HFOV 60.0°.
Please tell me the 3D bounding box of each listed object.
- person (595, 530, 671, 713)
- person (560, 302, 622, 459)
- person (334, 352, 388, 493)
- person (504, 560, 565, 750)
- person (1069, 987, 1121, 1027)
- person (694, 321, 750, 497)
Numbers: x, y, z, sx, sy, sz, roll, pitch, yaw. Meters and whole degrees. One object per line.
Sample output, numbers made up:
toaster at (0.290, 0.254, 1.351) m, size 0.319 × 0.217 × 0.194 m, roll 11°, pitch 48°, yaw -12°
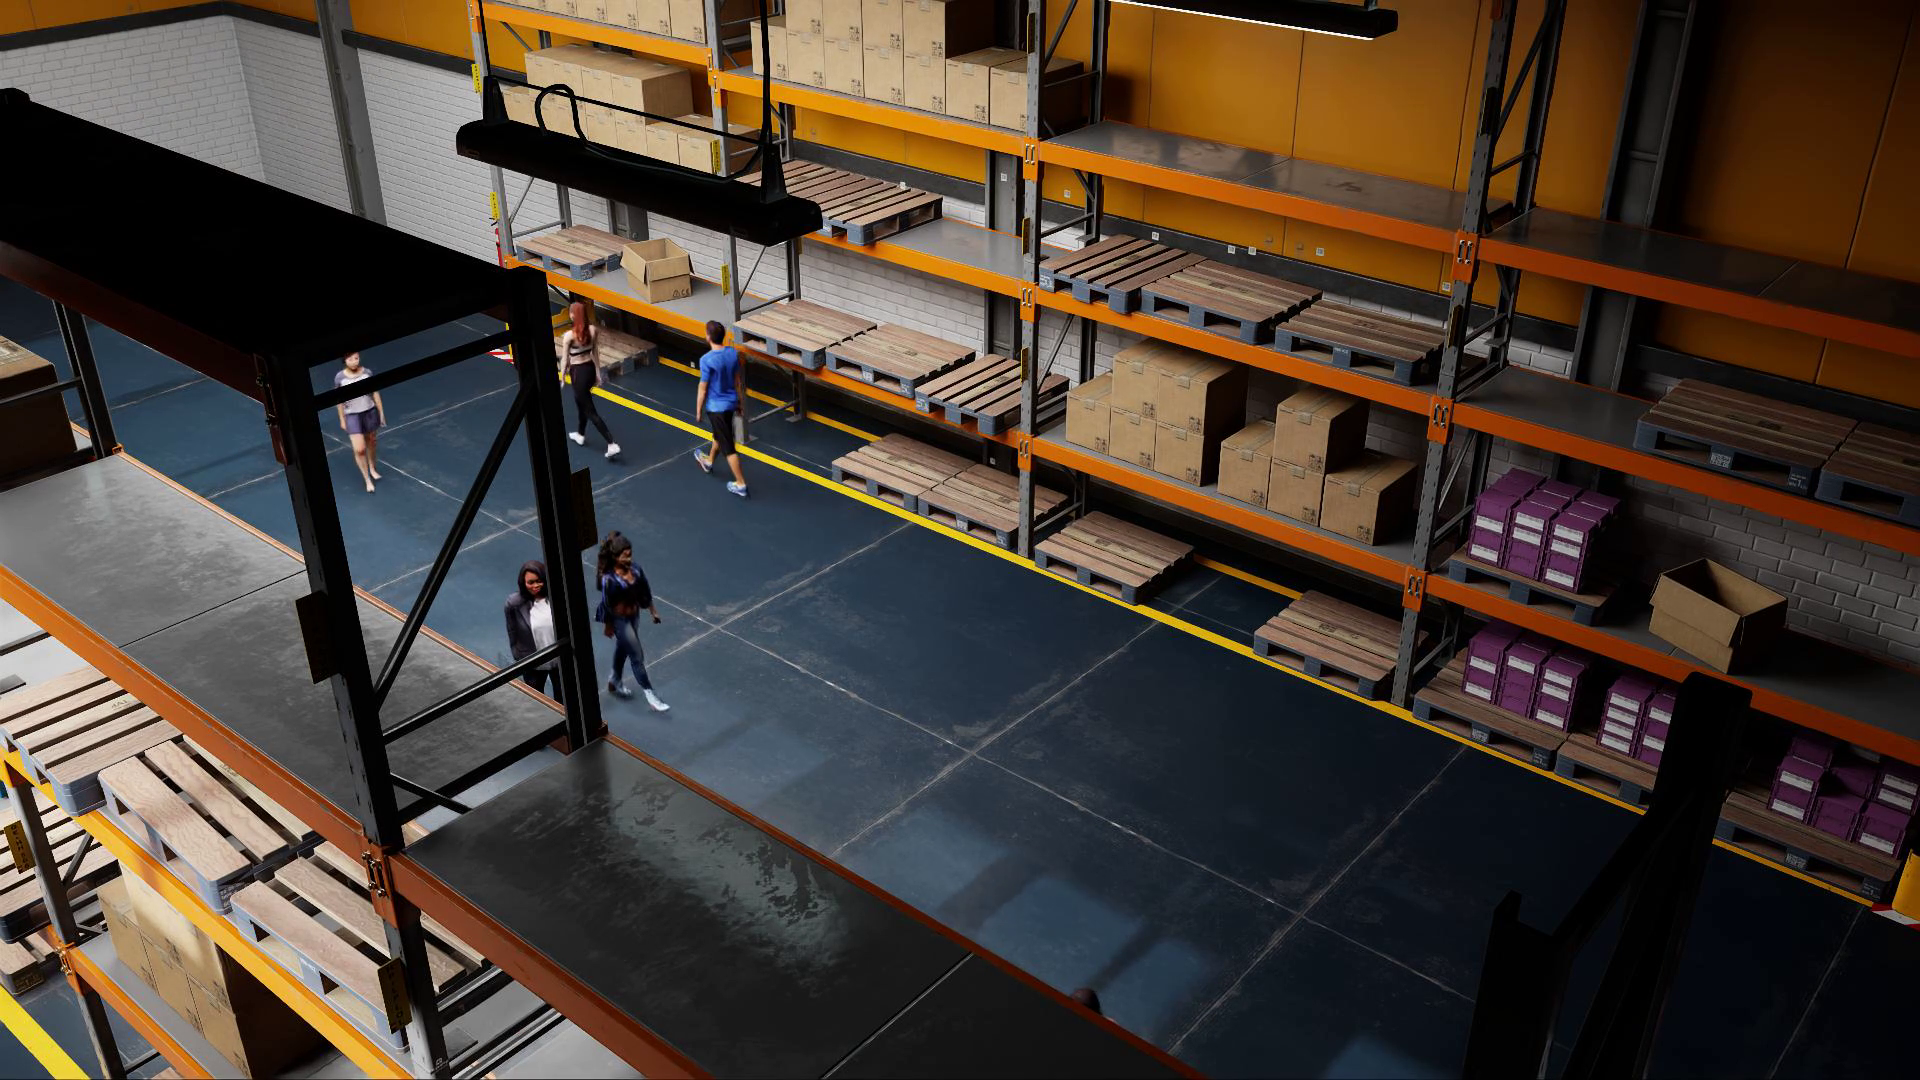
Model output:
person at (-2.822, 0.641, 13.703) m, size 0.989 × 1.589 × 0.751 m, roll 13°, pitch 31°, yaw 23°
person at (-3.980, -1.679, 17.834) m, size 1.148 × 1.707 × 0.577 m, roll 22°, pitch 35°, yaw 34°
person at (-6.283, -1.332, 17.366) m, size 0.701 × 1.545 × 0.855 m, roll -18°, pitch 33°, yaw -29°
person at (-3.310, 0.891, 13.235) m, size 0.759 × 1.598 × 0.772 m, roll -15°, pitch 32°, yaw -26°
person at (0.618, 3.098, 8.971) m, size 0.769 × 1.807 × 0.778 m, roll -9°, pitch 30°, yaw -16°
person at (-2.369, -1.301, 17.018) m, size 1.156 × 1.823 × 0.647 m, roll 23°, pitch 36°, yaw 36°
